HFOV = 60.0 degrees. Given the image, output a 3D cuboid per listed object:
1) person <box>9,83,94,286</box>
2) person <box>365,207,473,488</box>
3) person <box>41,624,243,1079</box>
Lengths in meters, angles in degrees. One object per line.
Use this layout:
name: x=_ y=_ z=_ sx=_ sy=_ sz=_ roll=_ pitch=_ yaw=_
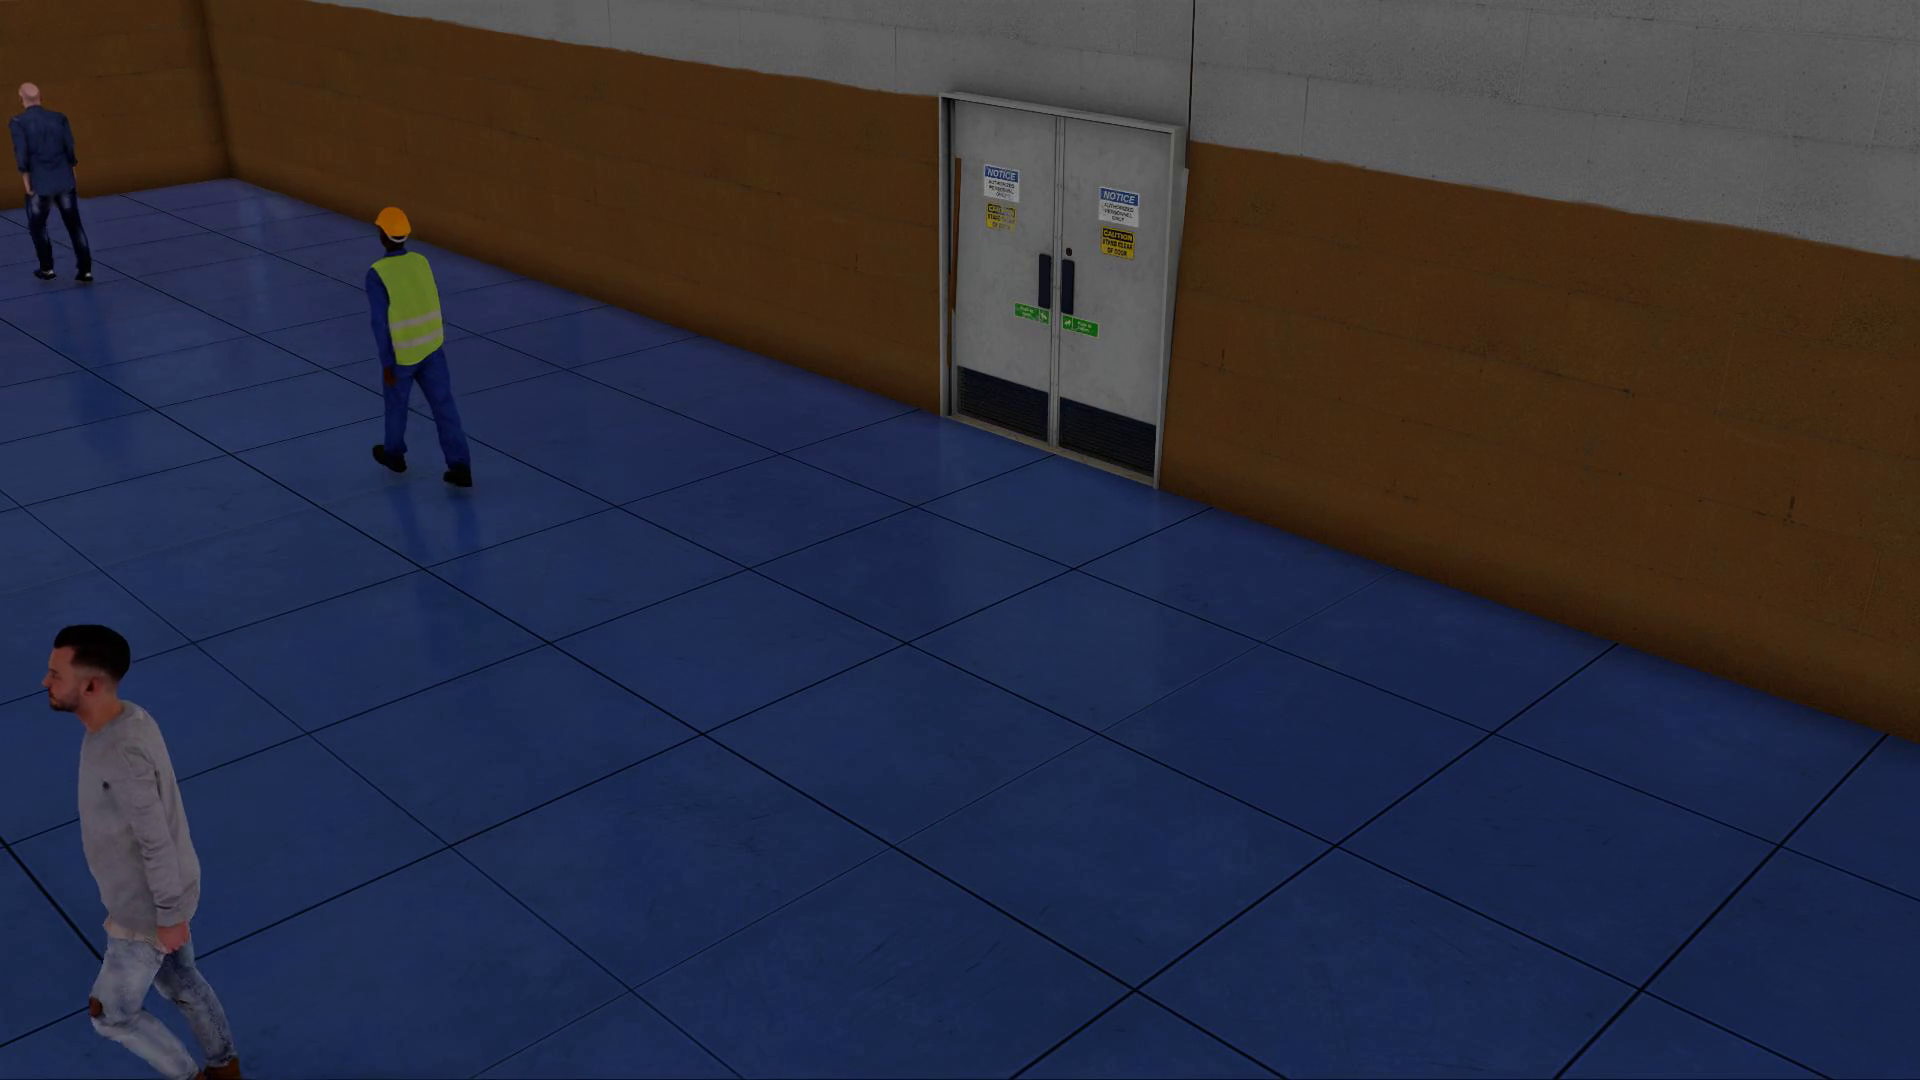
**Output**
person: x=-8.191 y=-3.184 z=15.060 sx=0.857 sy=1.798 sz=0.872 roll=18 pitch=29 yaw=35
person: x=-3.391 y=-1.153 z=10.454 sx=0.799 sy=1.770 sz=1.124 roll=19 pitch=30 yaw=37
person: x=-2.489 y=1.086 z=5.270 sx=0.724 sy=1.825 sz=0.779 roll=-13 pitch=27 yaw=-28
